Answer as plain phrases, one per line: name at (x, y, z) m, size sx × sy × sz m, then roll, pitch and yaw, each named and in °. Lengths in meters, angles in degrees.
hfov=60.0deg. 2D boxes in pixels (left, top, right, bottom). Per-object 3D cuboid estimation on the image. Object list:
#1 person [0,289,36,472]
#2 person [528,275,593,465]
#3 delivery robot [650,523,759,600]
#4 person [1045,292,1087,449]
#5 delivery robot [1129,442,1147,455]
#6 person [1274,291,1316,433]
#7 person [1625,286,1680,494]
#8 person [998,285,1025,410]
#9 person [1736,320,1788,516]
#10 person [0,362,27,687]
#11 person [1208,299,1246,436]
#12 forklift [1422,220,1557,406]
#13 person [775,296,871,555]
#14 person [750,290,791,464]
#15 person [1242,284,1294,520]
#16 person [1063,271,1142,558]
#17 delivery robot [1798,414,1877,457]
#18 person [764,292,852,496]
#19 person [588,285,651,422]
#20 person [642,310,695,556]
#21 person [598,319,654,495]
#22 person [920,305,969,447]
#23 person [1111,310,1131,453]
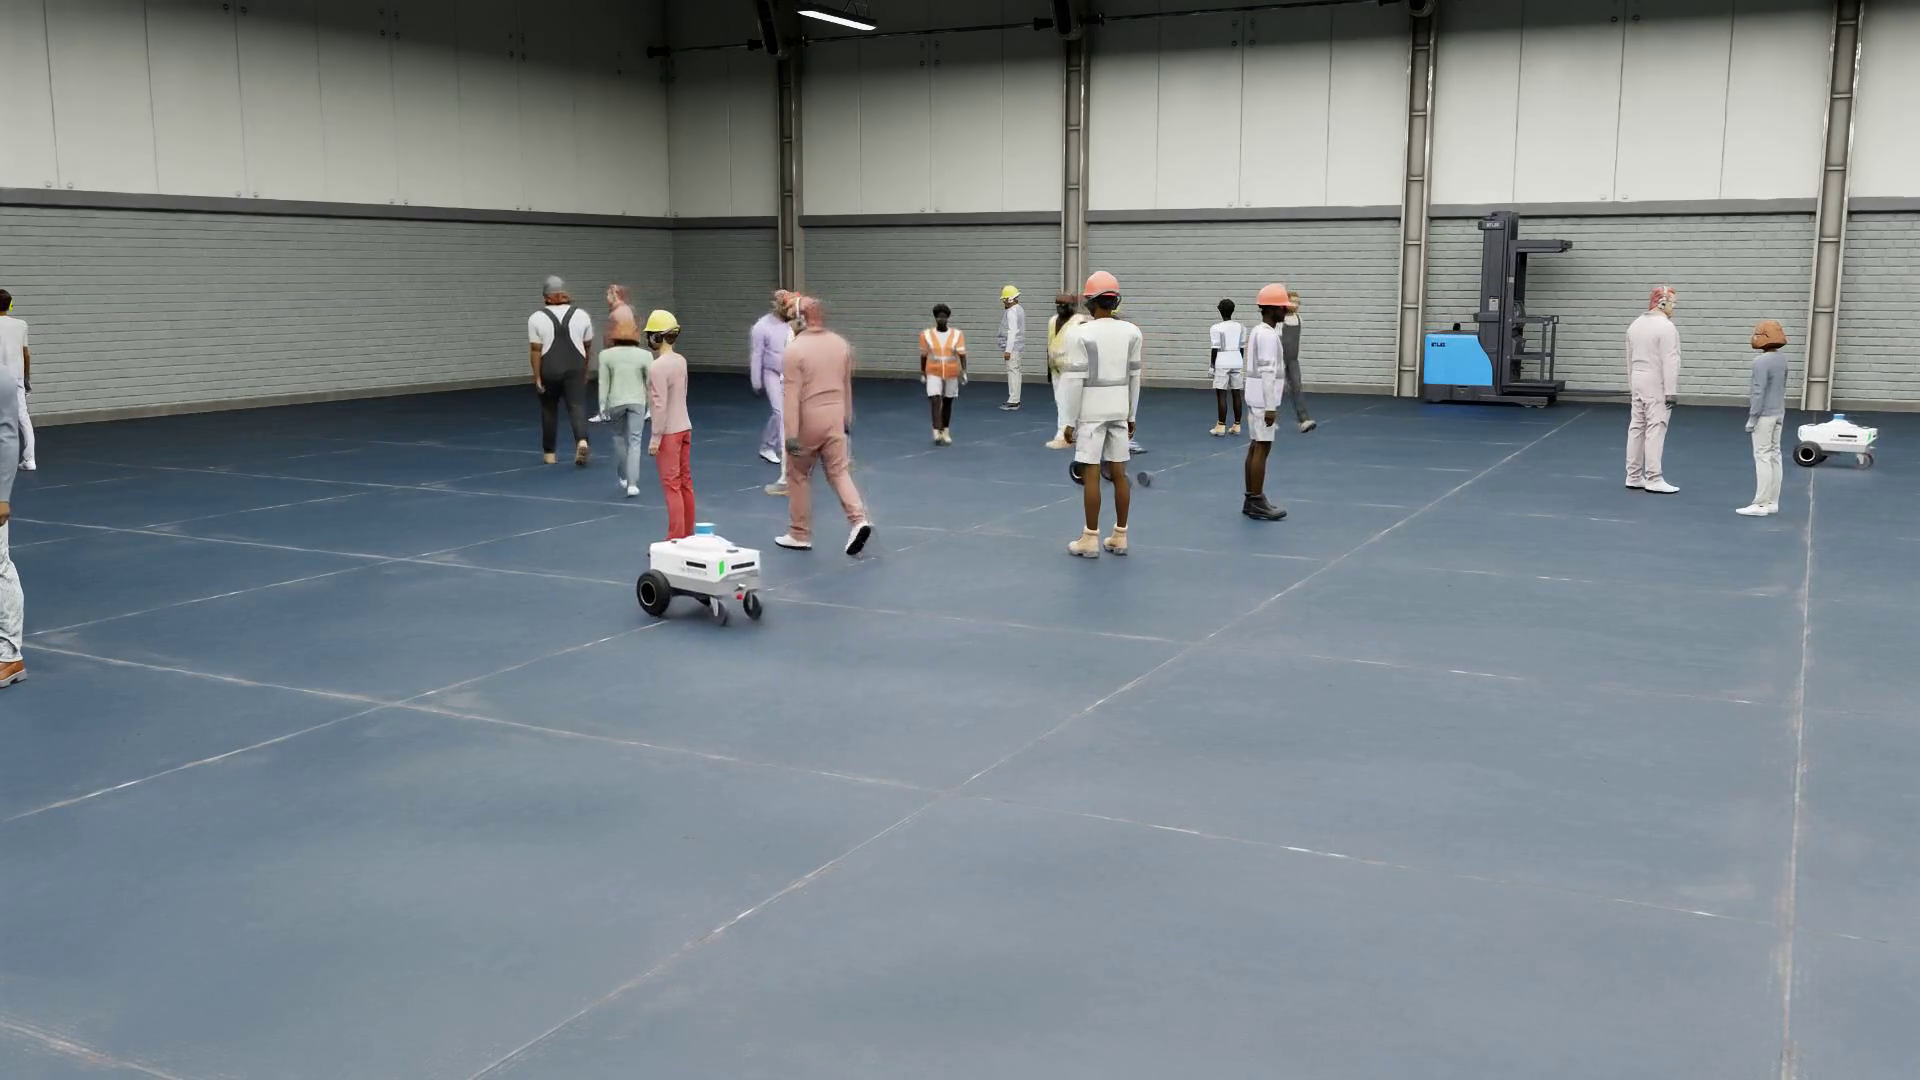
person at (-9.744, -1.631, 17.002) m, size 0.328 × 1.872 × 0.509 m, roll 4°, pitch 10°, yaw 24°
person at (-4.201, -1.789, 17.582) m, size 0.675 × 2.000 × 0.922 m, roll -4°, pitch 10°, yaw -23°
delivery robot at (-1.528, 0.142, 9.956) m, size 0.707 × 0.478 × 0.477 m, roll 8°, pitch 12°, yaw 41°
person at (1.317, -1.988, 19.394) m, size 0.782 × 1.809 × 0.647 m, roll -6°, pitch 11°, yaw -35°
delivery robot at (1.478, -0.967, 15.994) m, size 0.335 × 0.223 × 0.698 m, roll -8°, pitch 12°, yaw -41°
person at (4.181, -2.266, 21.164) m, size 0.506 × 1.791 × 0.985 m, roll -4°, pitch 10°, yaw -24°
person at (6.481, -1.401, 15.493) m, size 0.406 × 1.902 × 0.636 m, roll -2°, pitch 9°, yaw -11°
person at (0.761, -2.852, 24.665) m, size 0.404 × 1.828 × 0.587 m, roll 2°, pitch 9°, yaw 12°
person at (6.767, -1.025, 13.988) m, size 0.501 × 1.633 × 0.286 m, roll -7°, pitch 12°, yaw -39°
person at (-4.918, -0.240, 8.215) m, size 0.631 × 1.940 × 0.372 m, roll 3°, pitch 10°, yaw 18°
person at (3.332, -2.155, 20.760) m, size 0.533 × 1.698 × 0.322 m, roll -5°, pitch 10°, yaw -27°
forklift at (8.245, -3.527, 25.720) m, size 1.873 × 2.768 × 1.129 m, roll 5°, pitch 10°, yaw 27°
person at (-0.993, -0.832, 12.102) m, size 0.701 × 1.870 × 0.856 m, roll -9°, pitch 13°, yaw -42°
person at (-1.871, -1.679, 17.415) m, size 0.635 × 1.864 × 0.979 m, roll -8°, pitch 12°, yaw -40°
person at (2.566, -1.157, 13.867) m, size 0.379 × 1.937 × 0.547 m, roll 0°, pitch 9°, yaw 1°
person at (1.013, -0.906, 11.995) m, size 0.608 × 2.044 × 0.370 m, roll -5°, pitch 10°, yaw -28°
delivery robot at (9.247, -1.086, 17.526) m, size 0.707 × 0.478 × 0.477 m, roll 7°, pitch 11°, yaw 36°
person at (-1.408, -1.331, 15.182) m, size 0.733 × 1.865 × 0.591 m, roll 2°, pitch 9°, yaw 13°
person at (-4.571, -2.541, 22.663) m, size 0.959 × 1.876 × 0.634 m, roll 1°, pitch 9°, yaw 4°
person at (-2.109, -0.763, 11.964) m, size 0.328 × 1.769 × 0.526 m, roll 2°, pitch 9°, yaw 13°
person at (-3.062, -1.237, 15.411) m, size 0.521 × 1.595 × 0.814 m, roll -1°, pitch 9°, yaw -4°
person at (-0.189, -1.916, 19.410) m, size 0.551 × 1.632 × 0.884 m, roll -1°, pitch 9°, yaw -5°
person at (1.618, -1.724, 18.057) m, size 0.535 × 1.722 × 0.919 m, roll -5°, pitch 11°, yaw -29°
